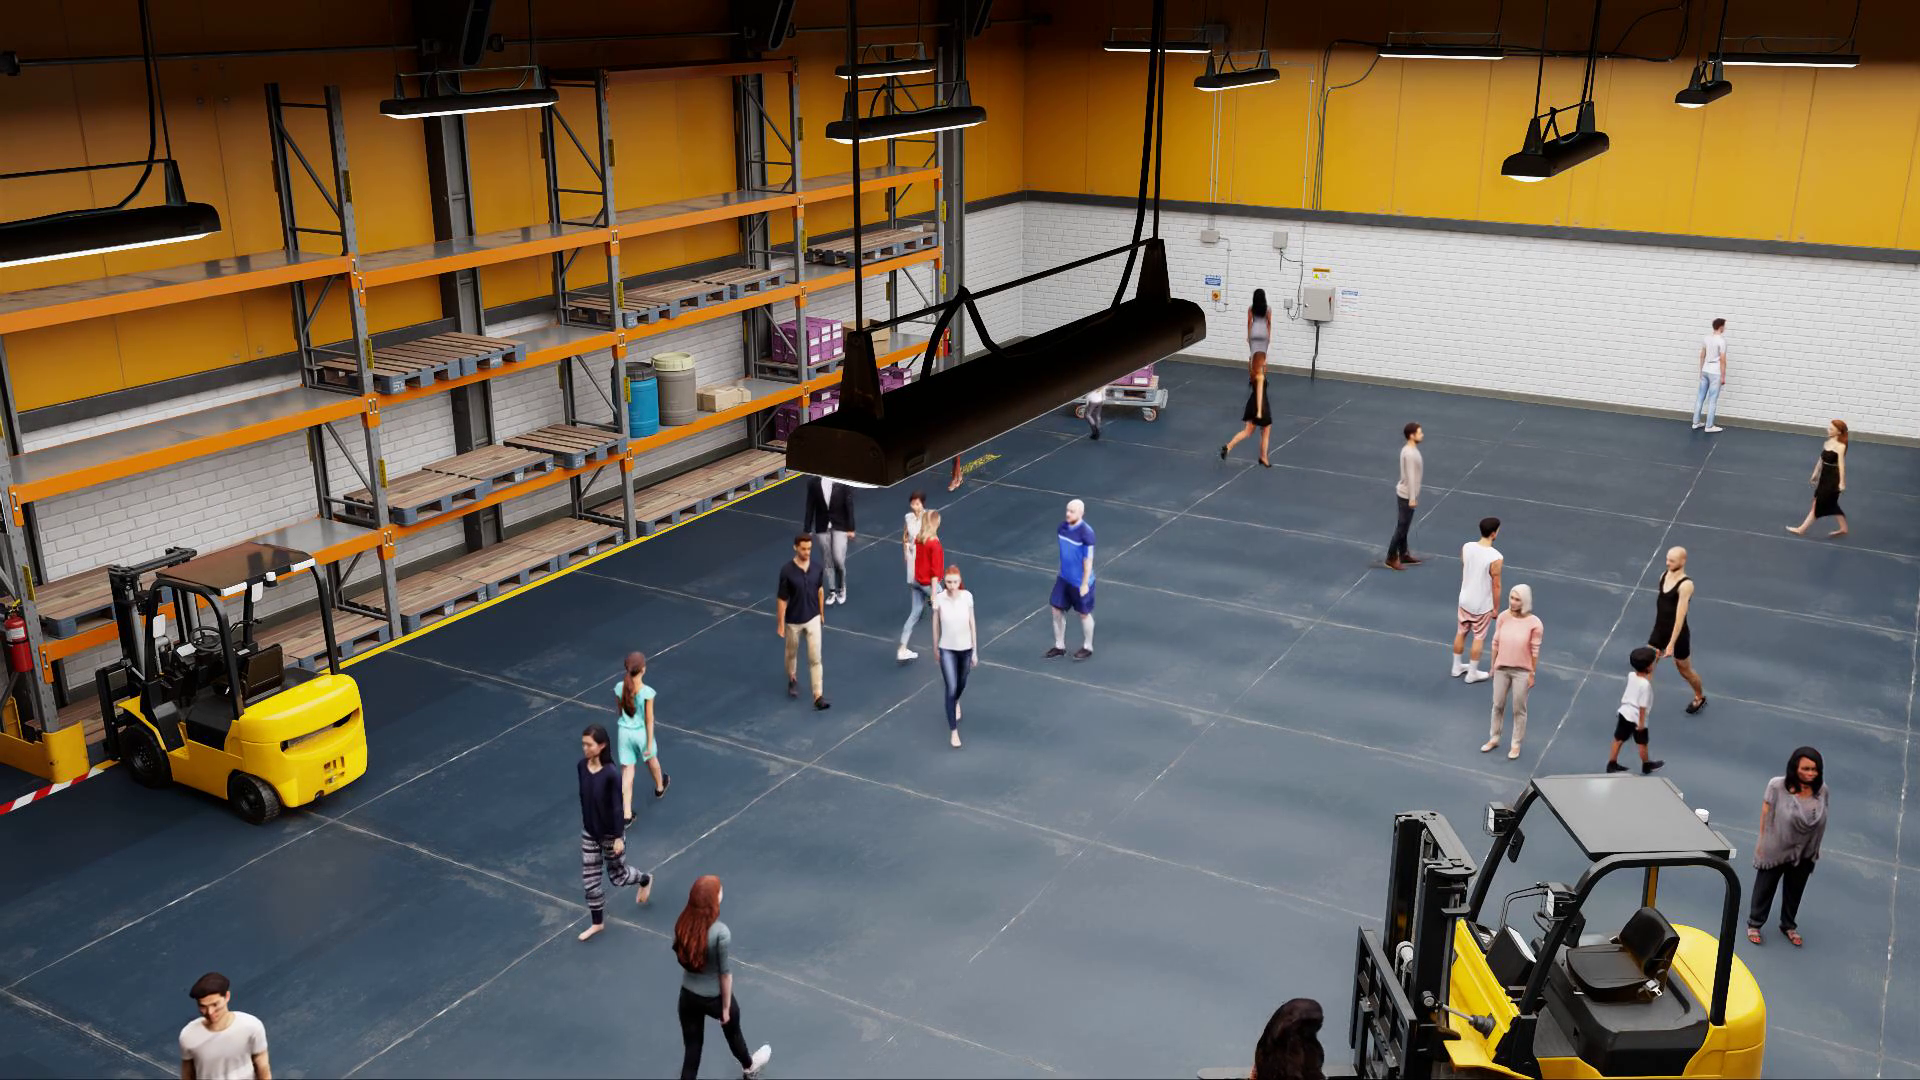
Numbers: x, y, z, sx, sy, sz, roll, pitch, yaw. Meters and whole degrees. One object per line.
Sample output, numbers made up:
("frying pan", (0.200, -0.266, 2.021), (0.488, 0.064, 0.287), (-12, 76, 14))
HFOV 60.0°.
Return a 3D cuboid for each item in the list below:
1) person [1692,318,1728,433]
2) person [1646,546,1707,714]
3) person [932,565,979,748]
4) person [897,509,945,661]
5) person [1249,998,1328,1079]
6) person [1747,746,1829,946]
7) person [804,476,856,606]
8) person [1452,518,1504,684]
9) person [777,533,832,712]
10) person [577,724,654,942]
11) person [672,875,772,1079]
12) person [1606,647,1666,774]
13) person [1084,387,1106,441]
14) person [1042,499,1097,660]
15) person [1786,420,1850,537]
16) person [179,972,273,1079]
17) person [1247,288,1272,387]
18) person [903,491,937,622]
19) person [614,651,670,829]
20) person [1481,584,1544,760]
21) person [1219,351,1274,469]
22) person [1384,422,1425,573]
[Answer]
("person", (12.241, -2.703, 27.084), (0.754, 1.851, 0.722), (-7, 20, -20))
("person", (7.104, 0.937, 16.394), (1.229, 1.776, 1.172), (-5, 19, -15))
("person", (-0.040, 1.060, 16.145), (1.040, 1.702, 1.158), (-3, 19, -10))
("person", (-0.419, 0.523, 17.815), (1.218, 1.654, 0.934), (-13, 22, -33))
("person", (1.771, 3.365, 9.467), (0.809, 1.595, 0.814), (-4, 19, -12))
("person", (6.296, 2.293, 12.626), (0.746, 1.611, 0.787), (1, 19, 3))
("person", (-1.487, -0.209, 19.534), (0.824, 1.944, 0.780), (4, 19, 11))
("person", (5.369, 0.624, 17.321), (0.730, 1.777, 0.734), (-13, 22, -33))
("person", (-1.628, 0.791, 16.794), (1.214, 1.798, 1.215), (-6, 20, -18))
("person", (-2.679, 2.190, 12.773), (0.642, 1.713, 0.978), (12, 22, 31))
("person", (-1.652, 2.963, 10.501), (0.645, 1.698, 1.107), (9, 20, 24))
("person", (6.145, 1.595, 15.279), (0.838, 1.240, 0.790), (-4, 19, -12))
("person", (2.185, -2.197, 26.490), (0.655, 1.271, 0.705), (-10, 21, -27))
("person", (1.307, 0.413, 17.881), (0.918, 1.819, 0.825), (-16, 24, -39))
("person", (11.487, -0.759, 21.747), (0.963, 1.574, 1.103), (1, 19, 3))
("person", (-4.219, 3.247, 9.624), (0.705, 1.719, 0.745), (-3, 19, -9))
("person", (5.394, -3.651, 30.010), (0.640, 1.780, 0.624), (4, 19, 11))
("person", (-0.432, 0.162, 19.057), (0.697, 1.544, 0.806), (4, 19, 12))
("person", (-2.841, 1.749, 14.398), (0.791, 1.510, 1.119), (3, 19, 10))
("person", (5.218, 1.215, 15.650), (0.628, 1.723, 0.558), (14, 23, 35))
("person", (4.336, -1.908, 24.795), (1.065, 1.806, 1.073), (-3, 19, -8))
("person", (5.544, -0.564, 20.691), (0.820, 1.879, 0.732), (4, 19, 12))
